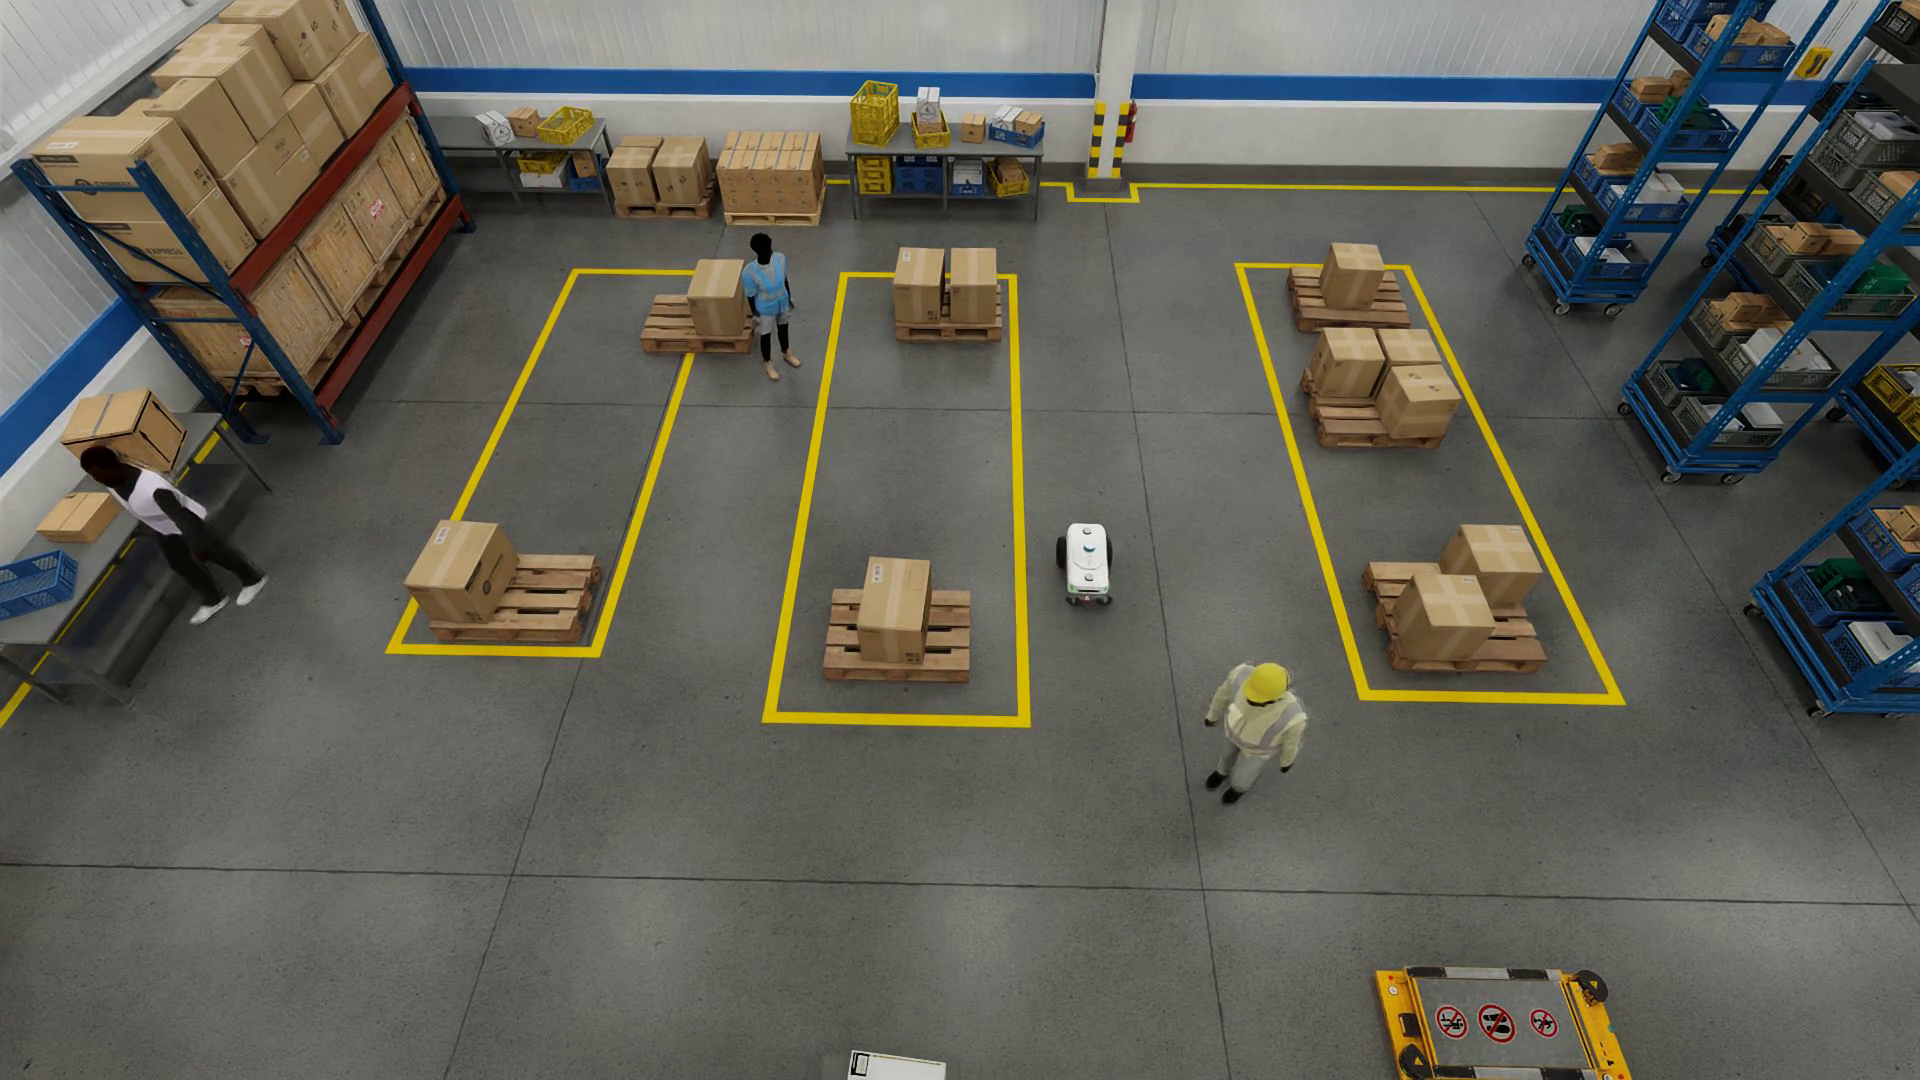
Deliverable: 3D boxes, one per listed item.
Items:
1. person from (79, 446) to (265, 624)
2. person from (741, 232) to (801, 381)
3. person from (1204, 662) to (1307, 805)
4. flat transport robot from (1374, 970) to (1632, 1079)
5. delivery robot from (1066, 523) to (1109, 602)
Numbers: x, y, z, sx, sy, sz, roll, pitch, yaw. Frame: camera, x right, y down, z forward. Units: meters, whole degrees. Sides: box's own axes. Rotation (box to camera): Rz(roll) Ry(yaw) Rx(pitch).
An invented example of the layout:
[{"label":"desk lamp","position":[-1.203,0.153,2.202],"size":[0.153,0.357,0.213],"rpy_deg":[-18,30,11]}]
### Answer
[{"label":"person","position":[-6.429,0.002,7.418],"size":[0.627,1.899,0.707],"rpy_deg":[14,52,11]},{"label":"person","position":[-1.959,-2.440,9.542],"size":[0.540,1.696,0.317],"rpy_deg":[-37,60,-26]},{"label":"person","position":[2.006,1.361,6.375],"size":[0.471,1.808,0.664],"rpy_deg":[-31,57,-23]},{"label":"flat transport robot","position":[3.501,3.133,5.914],"size":[1.431,0.197,0.652],"rpy_deg":[1,51,1]},{"label":"delivery robot","position":[1.120,0.188,8.074],"size":[0.477,0.478,0.707],"rpy_deg":[2,51,2]}]
